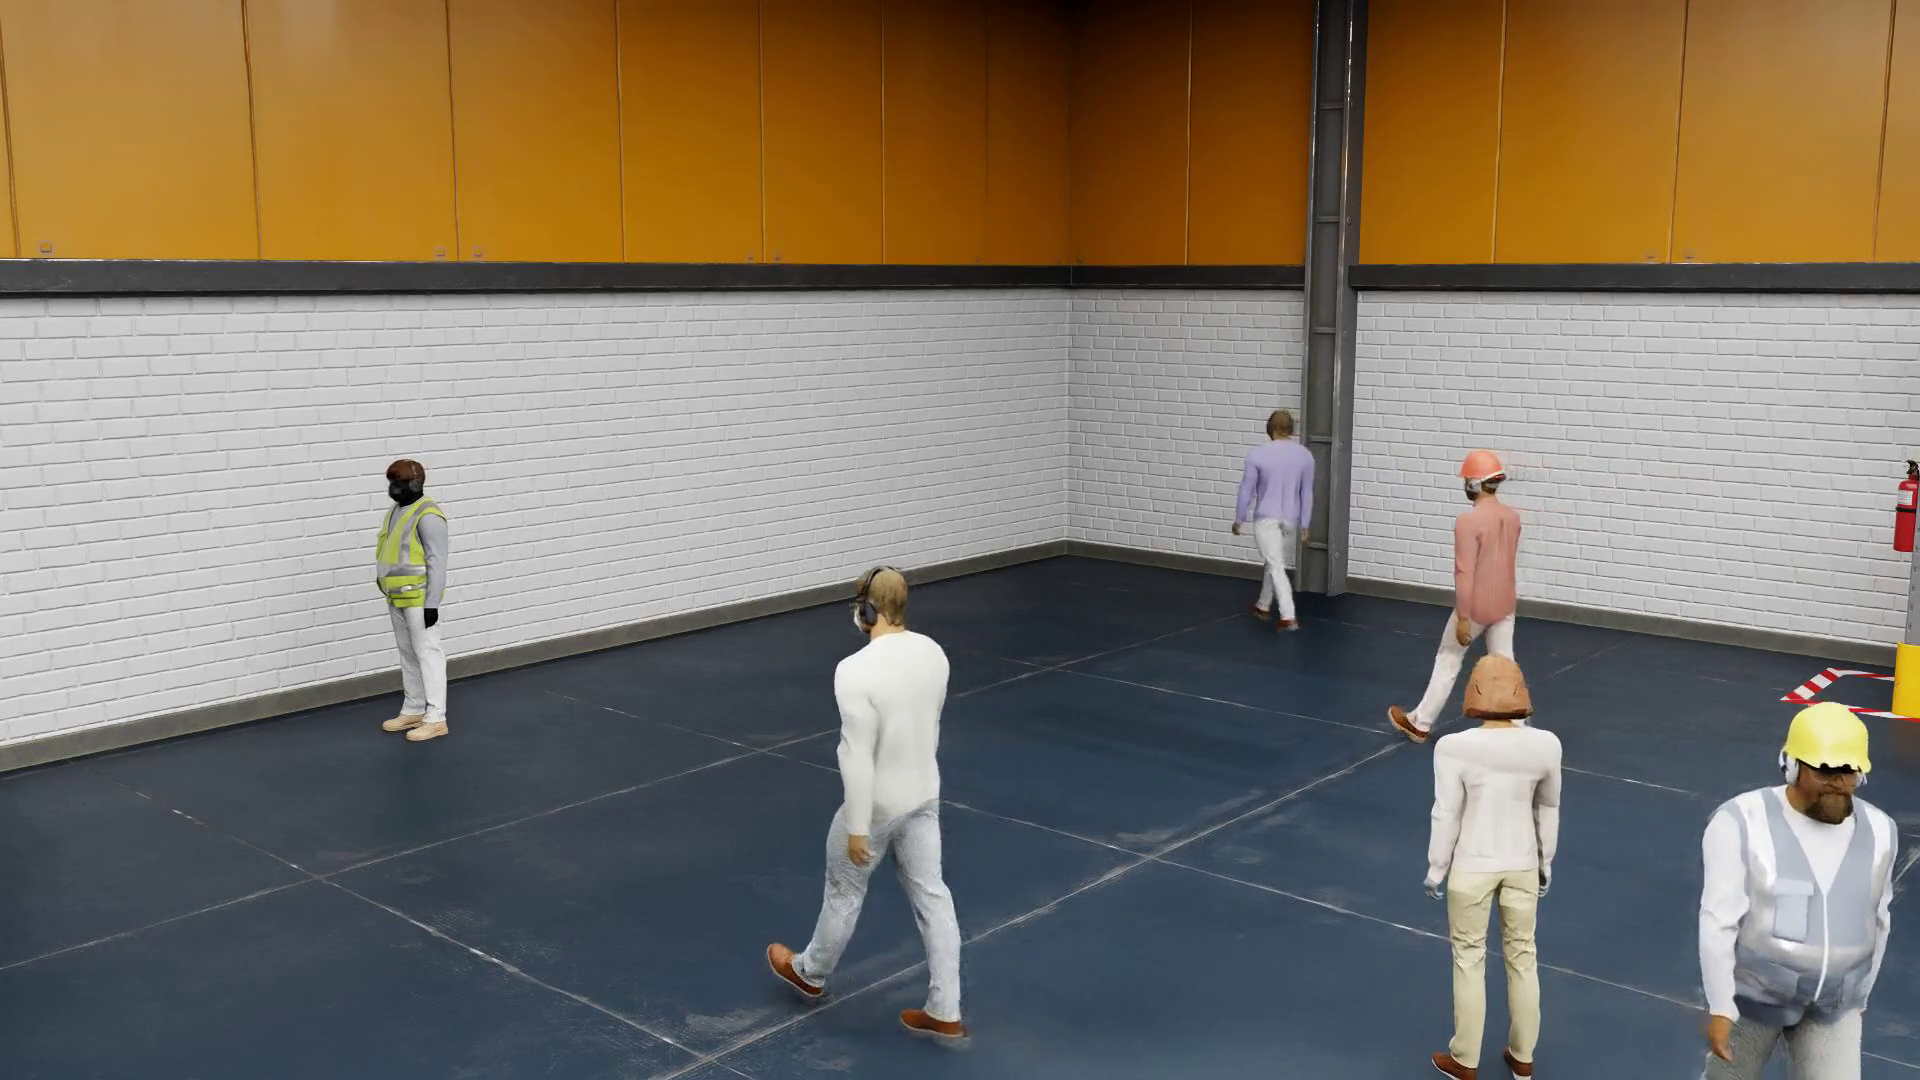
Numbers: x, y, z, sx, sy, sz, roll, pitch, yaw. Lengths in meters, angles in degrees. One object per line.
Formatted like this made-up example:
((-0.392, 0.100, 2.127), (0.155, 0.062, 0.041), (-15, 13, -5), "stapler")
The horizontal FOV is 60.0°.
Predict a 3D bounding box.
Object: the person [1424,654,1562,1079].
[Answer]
((1.990, 1.234, 6.242), (0.504, 1.631, 0.280), (-1, 9, -7), "person")

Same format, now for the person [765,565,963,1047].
((-0.350, 1.032, 6.702), (1.006, 1.886, 0.660), (8, 12, 40), "person")

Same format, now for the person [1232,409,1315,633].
((2.719, -0.170, 14.276), (0.643, 1.897, 1.011), (-3, 10, -19), "person")

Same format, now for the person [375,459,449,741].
((-3.602, 0.384, 10.928), (0.429, 1.842, 0.633), (-9, 12, -43), "person")

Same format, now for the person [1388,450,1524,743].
((3.214, 0.402, 10.483), (0.657, 1.940, 1.009), (-6, 11, -33), "person")

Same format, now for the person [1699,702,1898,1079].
((2.524, 1.346, 5.088), (0.602, 1.793, 0.940), (1, 9, 5), "person")
